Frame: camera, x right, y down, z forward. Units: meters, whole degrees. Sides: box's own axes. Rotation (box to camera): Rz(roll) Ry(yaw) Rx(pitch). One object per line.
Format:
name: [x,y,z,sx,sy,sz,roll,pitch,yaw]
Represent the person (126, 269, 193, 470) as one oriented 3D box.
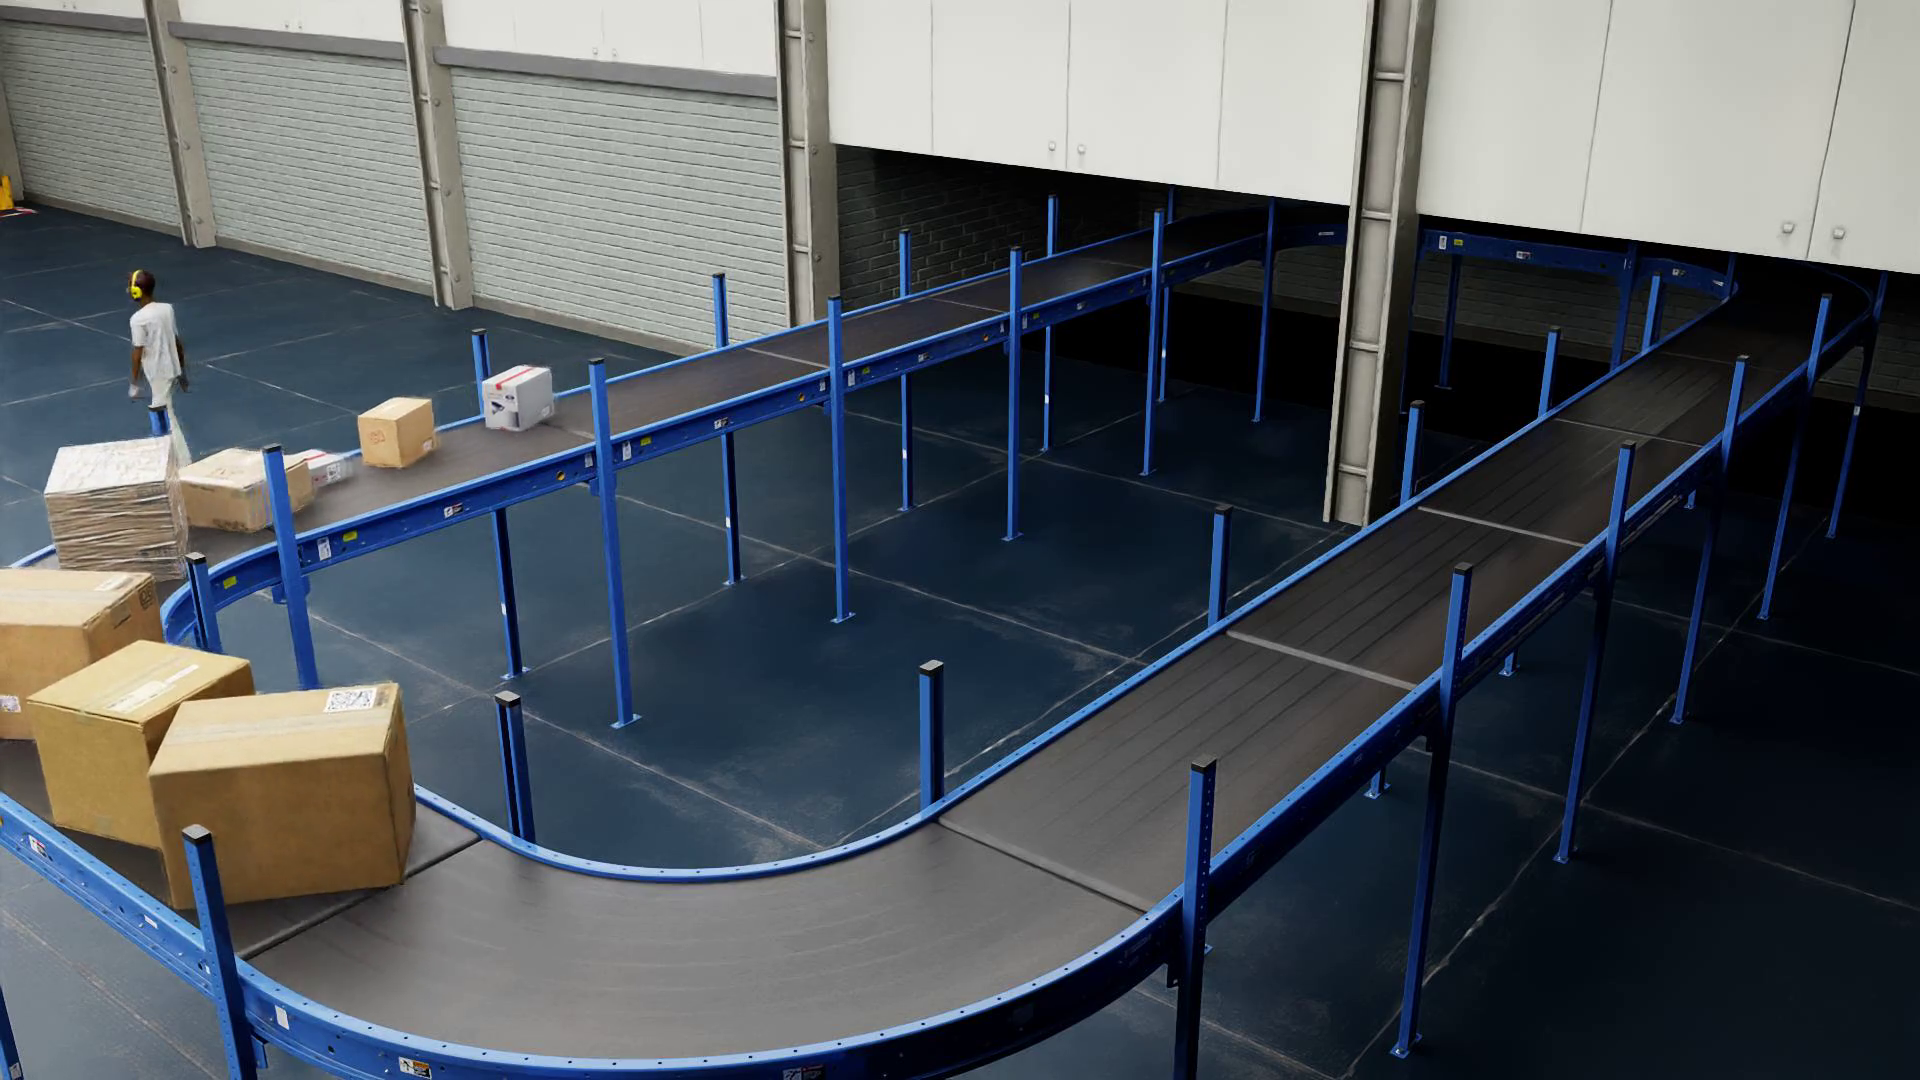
person: [-6.887,-1.383,14.189,0.571,1.850,0.512,2,22,6]
